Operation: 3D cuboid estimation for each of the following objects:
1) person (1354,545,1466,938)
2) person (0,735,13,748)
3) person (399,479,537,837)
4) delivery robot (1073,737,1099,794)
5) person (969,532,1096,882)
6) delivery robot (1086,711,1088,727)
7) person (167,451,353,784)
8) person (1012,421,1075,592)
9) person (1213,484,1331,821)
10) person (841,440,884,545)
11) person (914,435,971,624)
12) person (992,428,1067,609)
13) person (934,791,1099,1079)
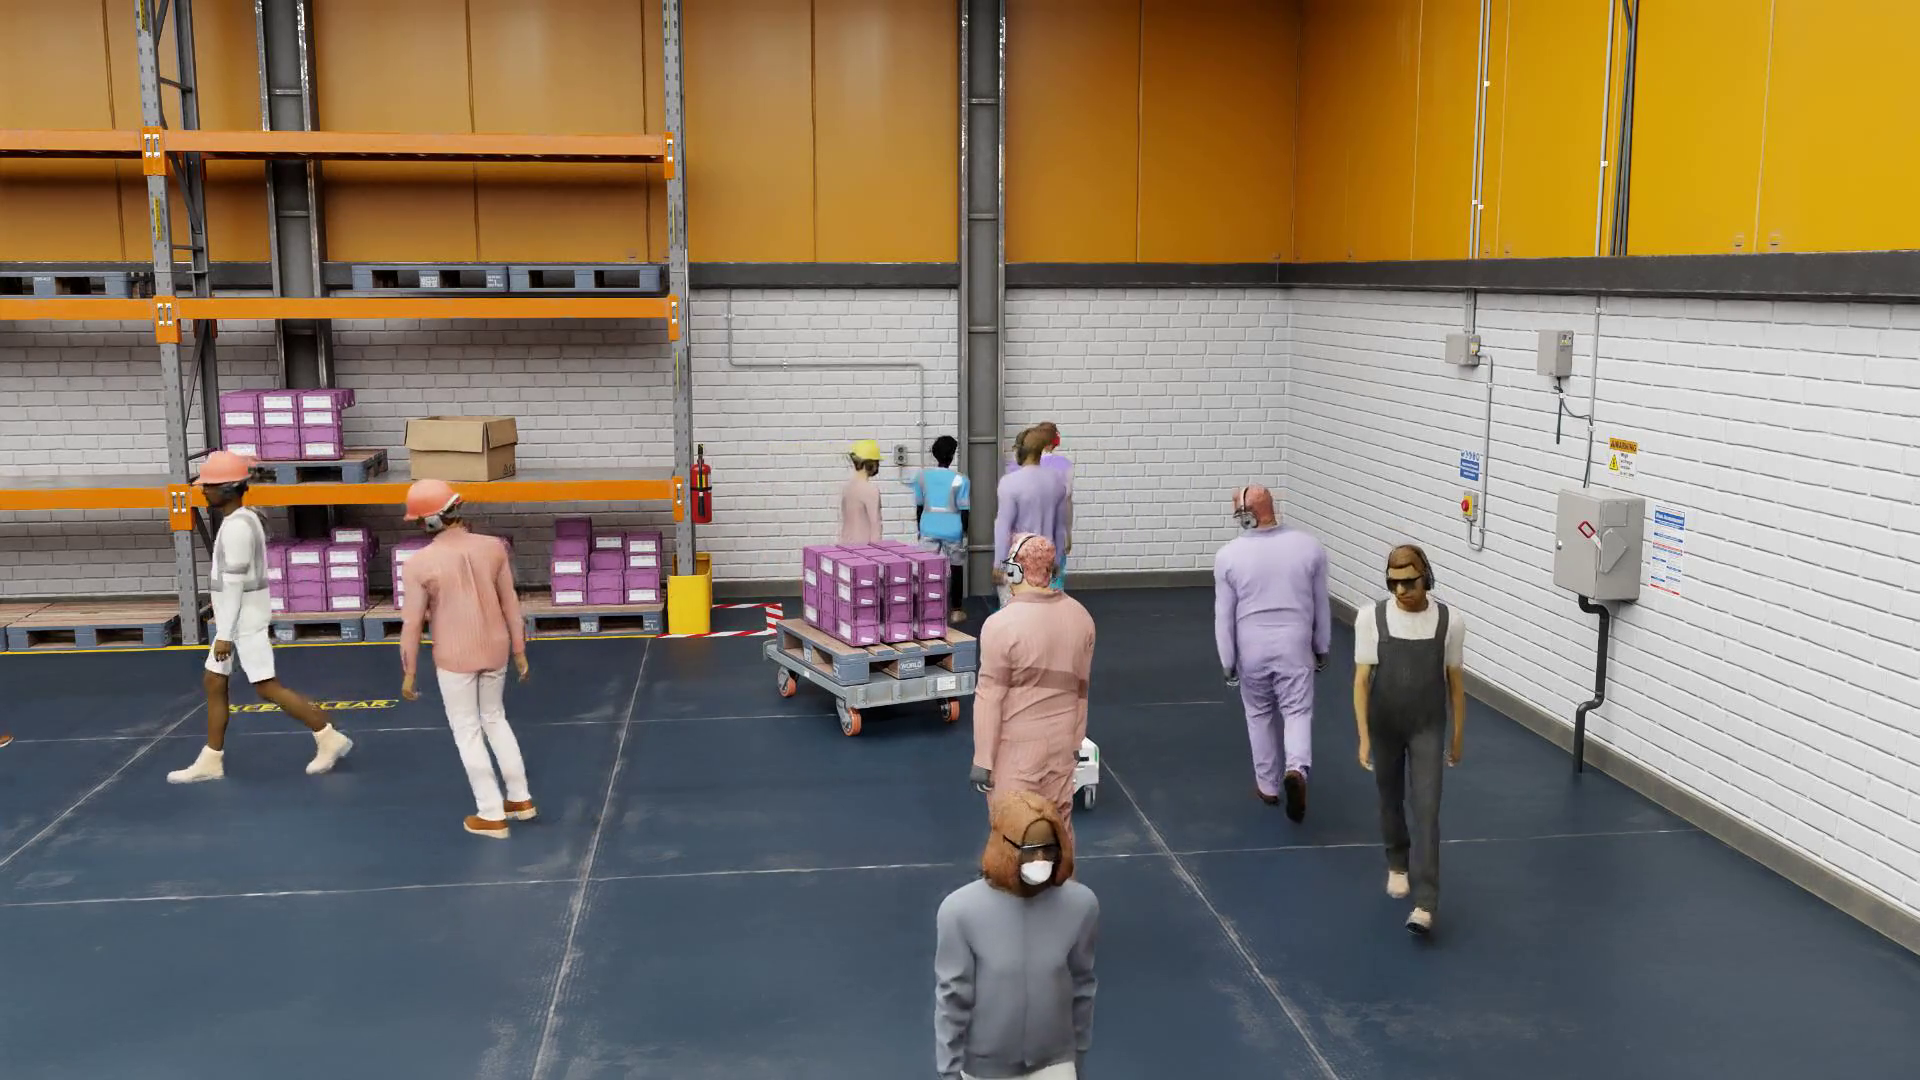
[{"bbox_3d":[2.088,0.907,7.755,0.511,1.776,1.023,2,9,14],"label":"person"},{"bbox_3d":[-6.561,0.479,10.331,0.980,1.823,0.512,-5,11,-31],"label":"person"},{"bbox_3d":[-2.669,0.637,8.944,0.544,1.944,0.657,8,12,42],"label":"person"},{"bbox_3d":[0.531,1.192,9.515,0.477,0.478,0.707,-2,9,-16],"label":"delivery robot"},{"bbox_3d":[0.300,0.911,7.395,0.646,1.900,0.403,-8,12,-41],"label":"person"},{"bbox_3d":[0.586,1.075,10.245,0.477,0.478,0.707,2,9,11],"label":"delivery robot"},{"bbox_3d":[-4.194,0.460,9.907,1.000,2.010,0.612,-4,10,-25],"label":"person"},{"bbox_3d":[0.656,-0.071,13.805,0.578,1.819,0.792,4,10,25],"label":"person"},{"bbox_3d":[1.738,0.622,9.269,0.672,1.870,0.748,1,9,5],"label":"person"},{"bbox_3d":[-0.824,0.091,12.973,0.638,1.739,0.544,-5,10,-30],"label":"person"},{"bbox_3d":[-0.168,-0.059,14.145,0.535,1.669,0.785,3,10,18],"label":"person"},{"bbox_3d":[0.536,0.150,12.052,0.699,1.926,0.639,9,13,44],"label":"person"},{"bbox_3d":[0.146,1.472,4.757,0.498,1.608,0.727,-2,9,-15],"label":"person"}]
